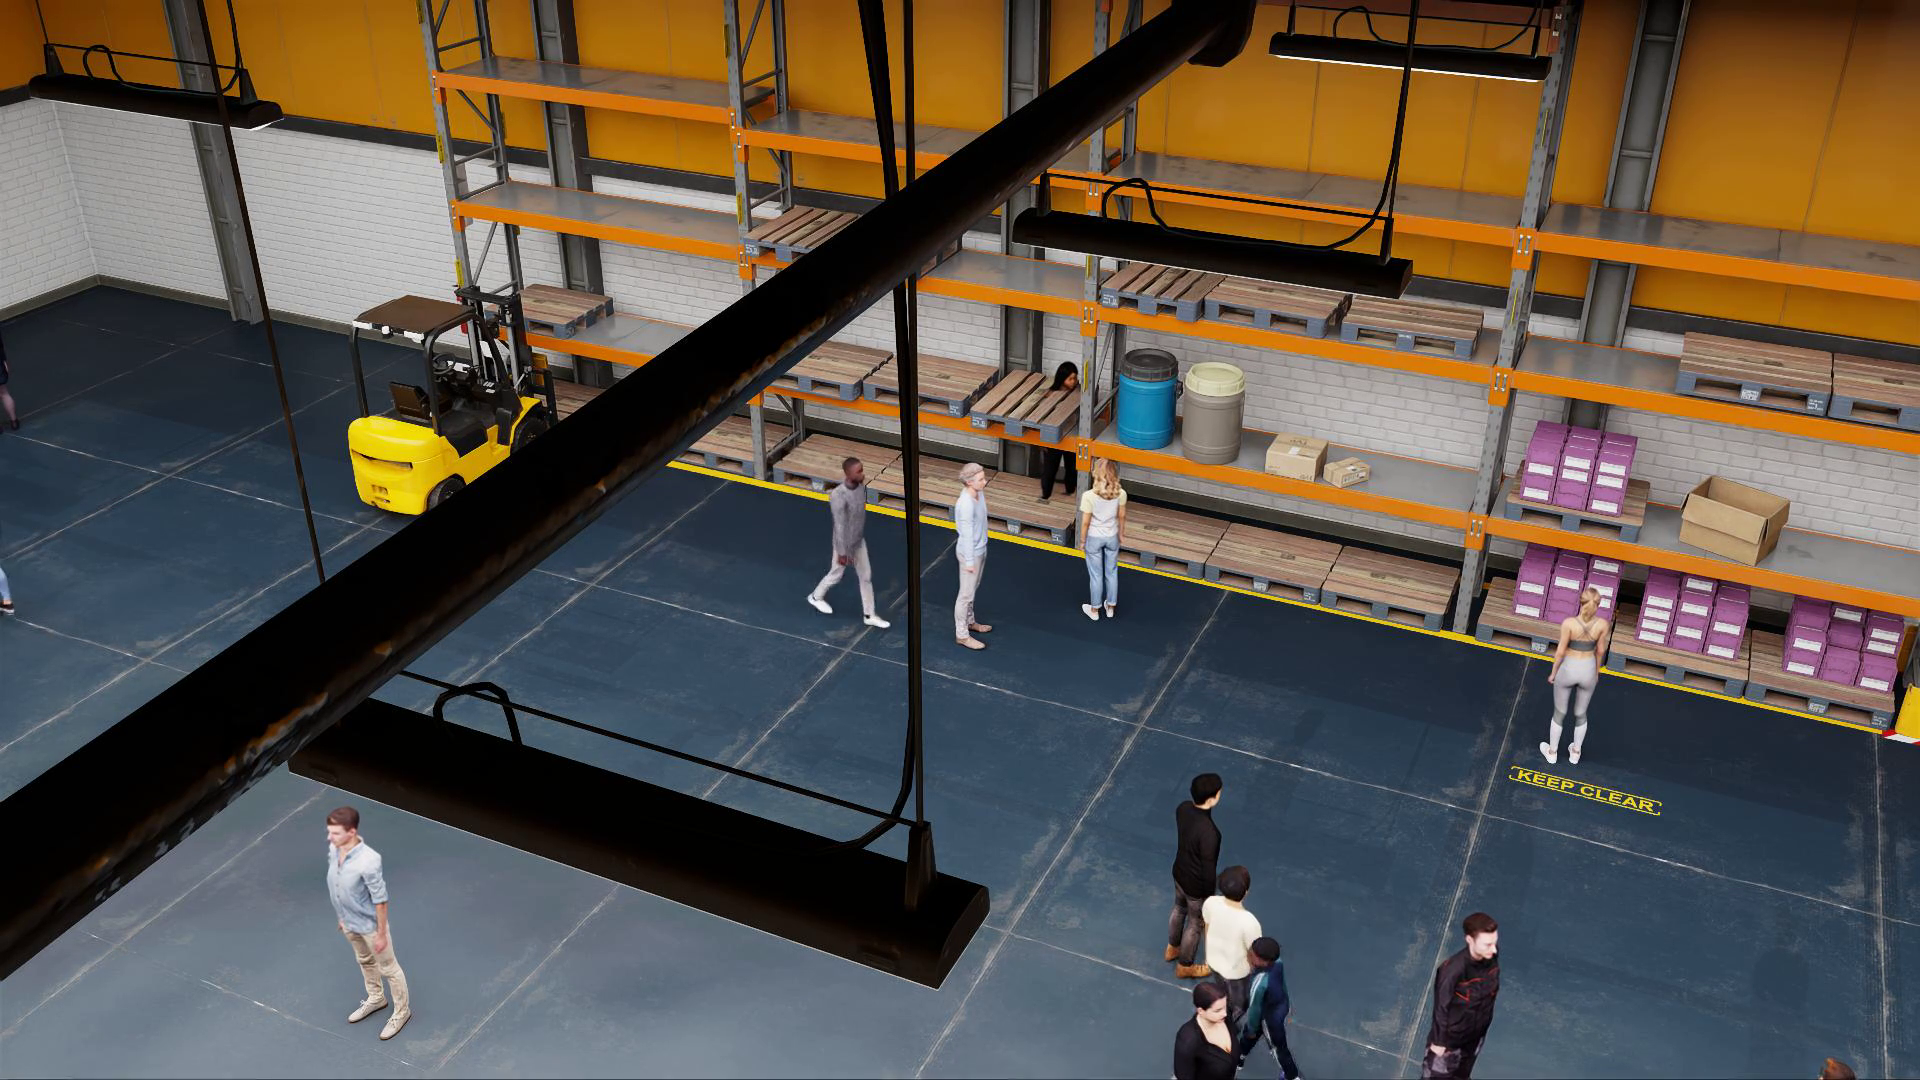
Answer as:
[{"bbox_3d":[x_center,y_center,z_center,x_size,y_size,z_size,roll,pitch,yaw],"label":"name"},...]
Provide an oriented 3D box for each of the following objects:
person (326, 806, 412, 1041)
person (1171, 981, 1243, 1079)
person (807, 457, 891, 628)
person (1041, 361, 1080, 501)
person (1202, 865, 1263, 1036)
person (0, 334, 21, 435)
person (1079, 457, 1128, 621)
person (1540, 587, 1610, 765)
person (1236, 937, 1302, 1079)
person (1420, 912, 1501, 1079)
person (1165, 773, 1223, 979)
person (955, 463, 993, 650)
[{"bbox_3d":[-4.073,2.584,11.388,0.531,1.848,0.732,17,33,28],"label":"person"},{"bbox_3d":[1.443,3.354,10.069,0.691,1.760,0.721,21,35,33],"label":"person"},{"bbox_3d":[-1.165,0.004,16.157,1.171,1.811,0.776,14,32,24],"label":"person"},{"bbox_3d":[1.128,-1.123,18.220,0.772,1.814,0.829,-11,30,-19],"label":"person"},{"bbox_3d":[1.778,2.882,11.134,0.923,1.568,0.847,25,37,38],"label":"person"},{"bbox_3d":[-11.798,-2.094,20.145,0.779,1.674,0.799,-20,34,-32],"label":"person"},{"bbox_3d":[1.390,-0.010,16.276,0.693,1.722,0.763,-9,30,-15],"label":"person"},{"bbox_3d":[5.246,1.154,14.163,0.573,1.703,0.688,4,29,7],"label":"person"},{"bbox_3d":[2.097,3.153,11.005,0.876,1.216,0.549,16,32,27],"label":"person"},{"bbox_3d":[3.121,3.084,10.405,0.776,1.913,0.763,-20,34,-32],"label":"person"},{"bbox_3d":[1.674,2.388,11.882,0.756,1.720,0.697,-10,30,-17],"label":"person"},{"bbox_3d":[0.112,0.117,15.866,0.628,1.892,0.712,7,29,13],"label":"person"}]
